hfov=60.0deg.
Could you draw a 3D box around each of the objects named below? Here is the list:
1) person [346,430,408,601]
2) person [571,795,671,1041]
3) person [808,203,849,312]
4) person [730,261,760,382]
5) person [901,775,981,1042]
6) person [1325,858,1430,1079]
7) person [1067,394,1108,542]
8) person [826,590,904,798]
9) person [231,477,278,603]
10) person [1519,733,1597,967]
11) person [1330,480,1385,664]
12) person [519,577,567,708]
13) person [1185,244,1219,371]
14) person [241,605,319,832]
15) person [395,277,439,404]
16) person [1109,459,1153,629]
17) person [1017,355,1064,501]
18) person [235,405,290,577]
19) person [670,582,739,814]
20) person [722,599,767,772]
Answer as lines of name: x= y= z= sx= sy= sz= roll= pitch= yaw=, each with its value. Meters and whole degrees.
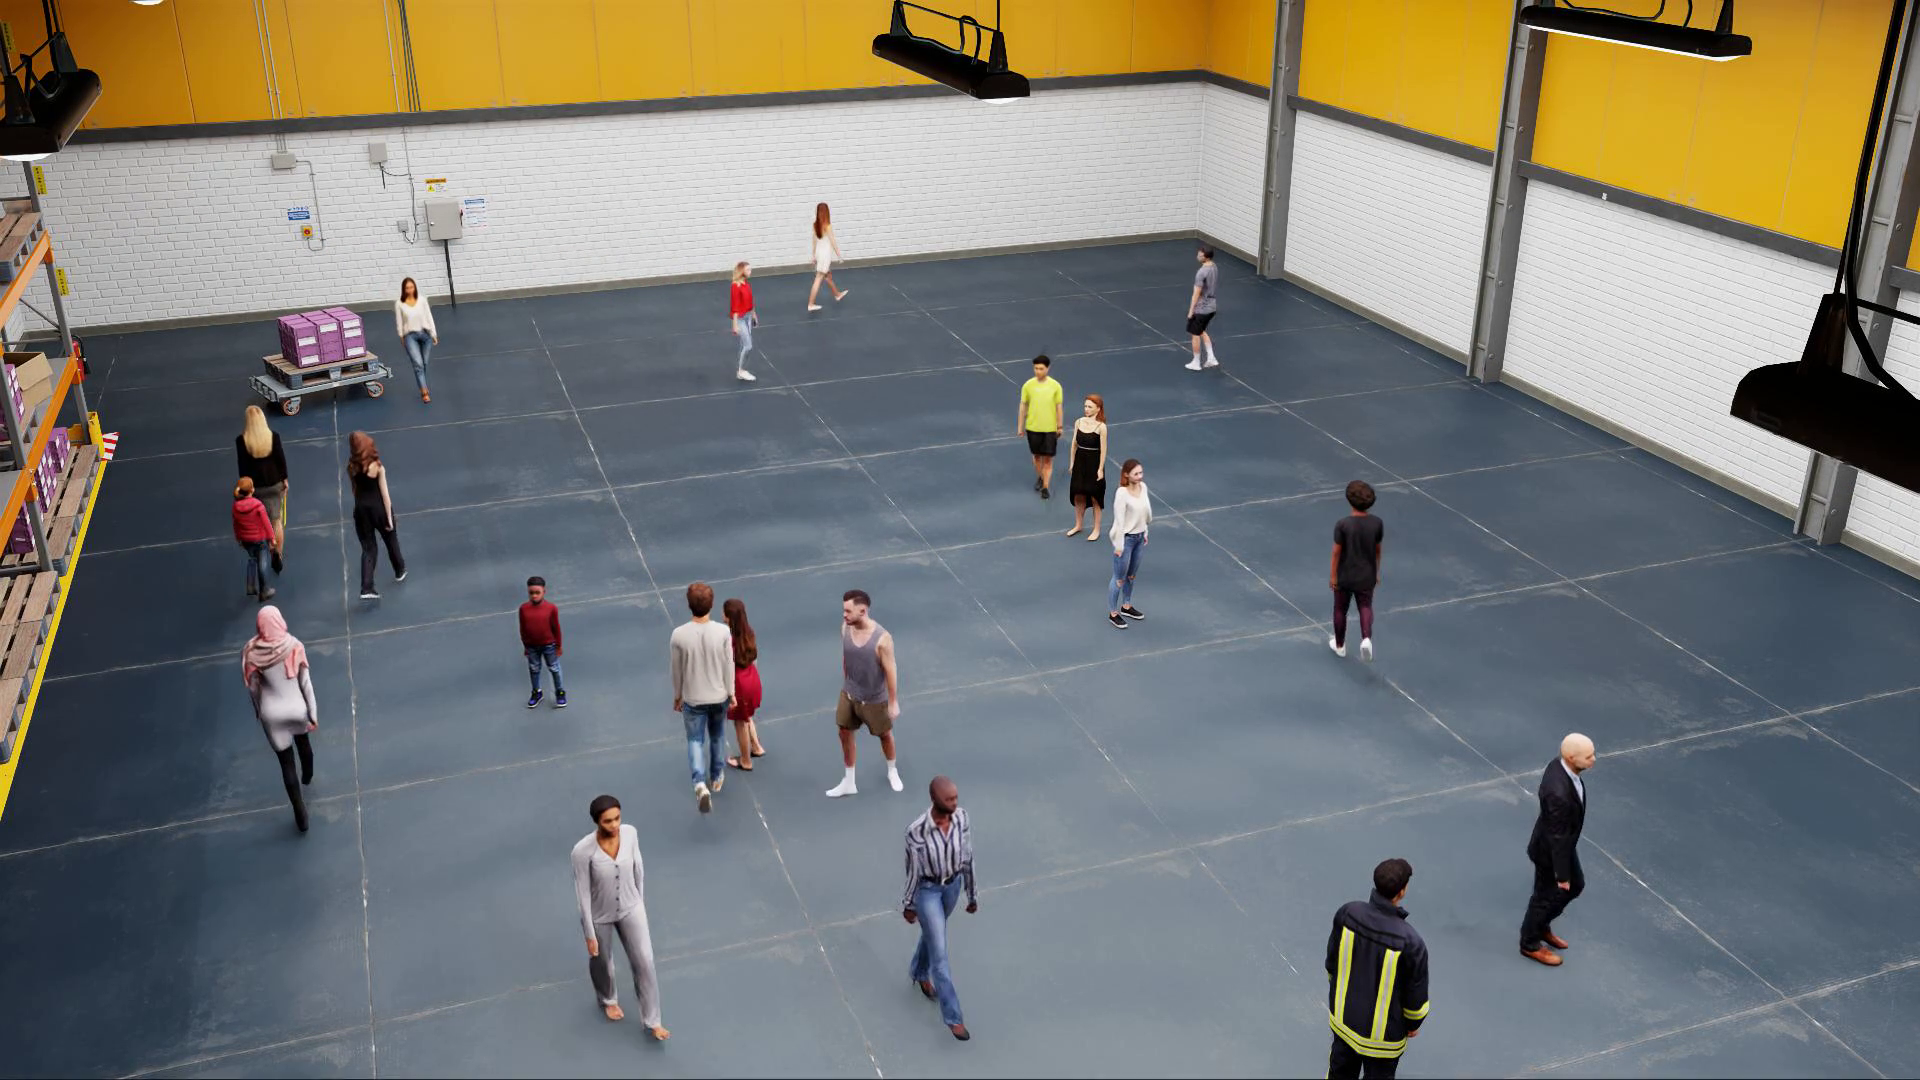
person: x=-5.915 y=-0.207 z=16.586 sx=0.800 sy=1.698 sz=1.200 roll=0 pitch=24 yaw=-1
person: x=-2.291 y=2.354 z=10.715 sx=0.758 sy=1.709 sz=0.983 roll=-14 pitch=27 yaw=-28
person: x=-2.230 y=-4.435 z=26.314 sx=0.939 sy=1.654 sz=1.157 roll=-20 pitch=30 yaw=-38
person: x=-3.079 y=-3.036 z=23.058 sx=0.786 sy=1.699 sz=0.703 roll=8 pitch=25 yaw=17
person: x=-0.208 y=2.278 z=10.823 sx=0.857 sy=1.762 sz=1.135 roll=-17 pitch=29 yaw=-33
person: x=2.394 y=2.690 z=9.675 sx=0.810 sy=1.925 sz=0.956 roll=20 pitch=31 yaw=38
person: x=1.406 y=-0.803 z=18.041 sx=0.667 sy=1.625 sz=0.737 roll=14 pitch=27 yaw=30
person: x=-0.708 y=1.179 z=13.386 sx=0.966 sy=1.818 sz=1.037 roll=9 pitch=25 yaw=20
person: x=-7.054 y=0.019 z=16.555 sx=0.618 sy=1.310 sz=0.663 roll=4 pitch=24 yaw=9
person: x=3.951 y=2.064 z=11.275 sx=0.874 sy=1.791 sz=0.826 roll=12 pitch=26 yaw=25
person: x=3.659 y=0.323 z=15.284 sx=0.783 sy=1.770 sz=0.946 roll=-1 pitch=24 yaw=-2
person: x=-3.686 y=0.887 z=14.644 sx=0.572 sy=1.250 sz=0.586 roll=1 pitch=24 yaw=2
person: x=3.466 y=-3.221 z=23.290 sx=0.848 sy=1.851 sz=0.893 roll=-19 pitch=30 yaw=-37
person: x=-5.194 y=1.412 z=12.819 sx=0.692 sy=1.748 sz=1.167 roll=-11 pitch=26 yaw=-23
person: x=-7.323 y=-2.730 z=22.430 sx=0.727 sy=1.641 sz=1.094 roll=-12 pitch=26 yaw=-25
person: x=1.634 y=0.009 z=16.100 sx=0.703 sy=1.692 sz=0.692 roll=-22 pitch=32 yaw=-40
person: x=0.958 y=-1.346 z=19.216 sx=0.957 sy=1.679 sz=1.081 roll=5 pitch=24 yaw=12
person: x=-7.088 y=-0.471 z=17.027 sx=0.707 sy=1.829 sz=0.726 roll=-15 pitch=28 yaw=-30
person: x=-1.988 y=1.263 z=12.994 sx=0.799 sy=1.881 sz=1.119 roll=-3 pitch=24 yaw=-7
person: x=-1.729 y=1.197 z=13.560 sx=0.769 sy=1.549 sz=0.705 roll=14 pitch=27 yaw=29
